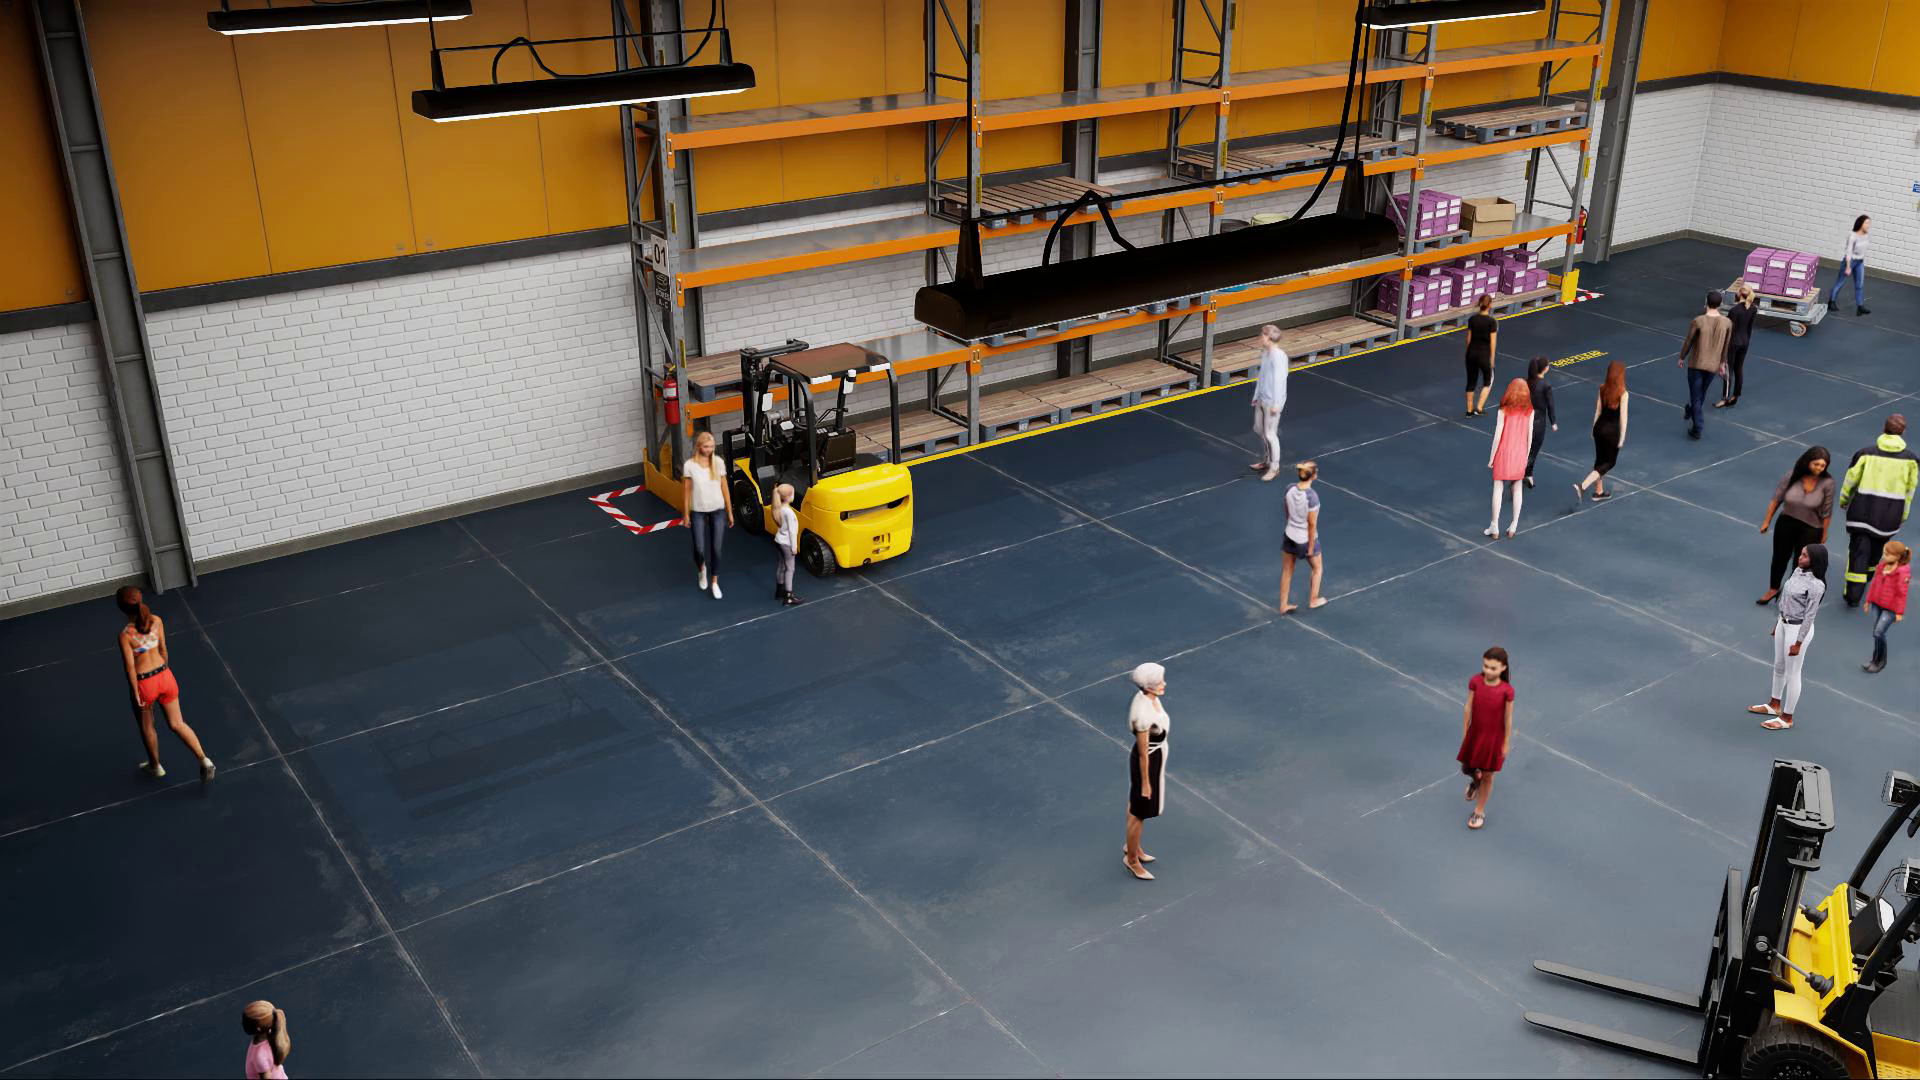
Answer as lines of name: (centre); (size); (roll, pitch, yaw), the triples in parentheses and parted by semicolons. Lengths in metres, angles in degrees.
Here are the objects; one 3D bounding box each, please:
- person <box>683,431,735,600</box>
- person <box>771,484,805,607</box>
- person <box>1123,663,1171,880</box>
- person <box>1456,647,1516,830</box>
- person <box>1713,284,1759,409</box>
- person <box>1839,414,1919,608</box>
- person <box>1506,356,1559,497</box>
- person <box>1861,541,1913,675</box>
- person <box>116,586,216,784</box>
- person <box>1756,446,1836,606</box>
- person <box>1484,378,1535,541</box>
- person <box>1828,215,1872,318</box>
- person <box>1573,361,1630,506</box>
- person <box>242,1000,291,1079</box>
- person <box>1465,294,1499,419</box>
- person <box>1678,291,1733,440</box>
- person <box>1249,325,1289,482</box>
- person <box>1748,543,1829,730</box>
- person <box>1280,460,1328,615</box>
person: (-2.579, -0.282, 16.862); (0.707, 1.791, 0.793); (-8, 25, -18)
person: (-1.767, 0.033, 16.784); (0.488, 1.275, 0.488); (-14, 27, -29)
person: (1.366, 1.698, 12.380); (0.762, 1.754, 0.705); (4, 24, 9)
person: (4.179, 1.500, 13.097); (0.696, 1.542, 0.840); (15, 28, 30)
person: (10.378, -2.581, 22.225); (0.561, 1.706, 0.724); (-8, 25, -18)
person: (9.143, -0.257, 16.627); (1.199, 1.933, 1.369); (9, 25, 20)
person: (6.620, -1.287, 19.287); (0.858, 1.690, 0.626); (-14, 27, -29)
person: (8.641, 0.615, 15.415); (0.604, 1.306, 0.594); (-6, 24, -13)
person: (-6.477, 1.211, 13.482); (0.914, 1.762, 1.091); (14, 27, 29)
person: (8.300, -0.104, 16.428); (0.930, 1.812, 0.835); (-20, 30, -38)
person: (6.021, -0.890, 18.210); (0.625, 1.826, 0.735); (-2, 24, -4)
person: (14.134, -4.374, 26.480); (1.037, 1.586, 0.895); (-7, 25, -16)
person: (7.354, -1.202, 19.065); (0.997, 1.712, 0.672); (-11, 26, -24)
person: (-3.961, 3.179, 9.592); (0.589, 1.271, 0.550); (-7, 24, -15)
person: (6.798, -2.393, 21.856); (0.603, 1.660, 0.646); (-21, 31, -40)
person: (9.483, -2.186, 21.154); (1.152, 1.841, 1.117); (0, 24, 1)
person: (3.712, -1.625, 19.841); (0.698, 1.865, 0.767); (-13, 27, -27)
person: (7.243, 0.811, 14.444); (0.705, 1.725, 0.674); (0, 24, 1)
person: (3.317, 0.008, 16.430); (0.782, 1.604, 0.617); (-19, 30, -36)
